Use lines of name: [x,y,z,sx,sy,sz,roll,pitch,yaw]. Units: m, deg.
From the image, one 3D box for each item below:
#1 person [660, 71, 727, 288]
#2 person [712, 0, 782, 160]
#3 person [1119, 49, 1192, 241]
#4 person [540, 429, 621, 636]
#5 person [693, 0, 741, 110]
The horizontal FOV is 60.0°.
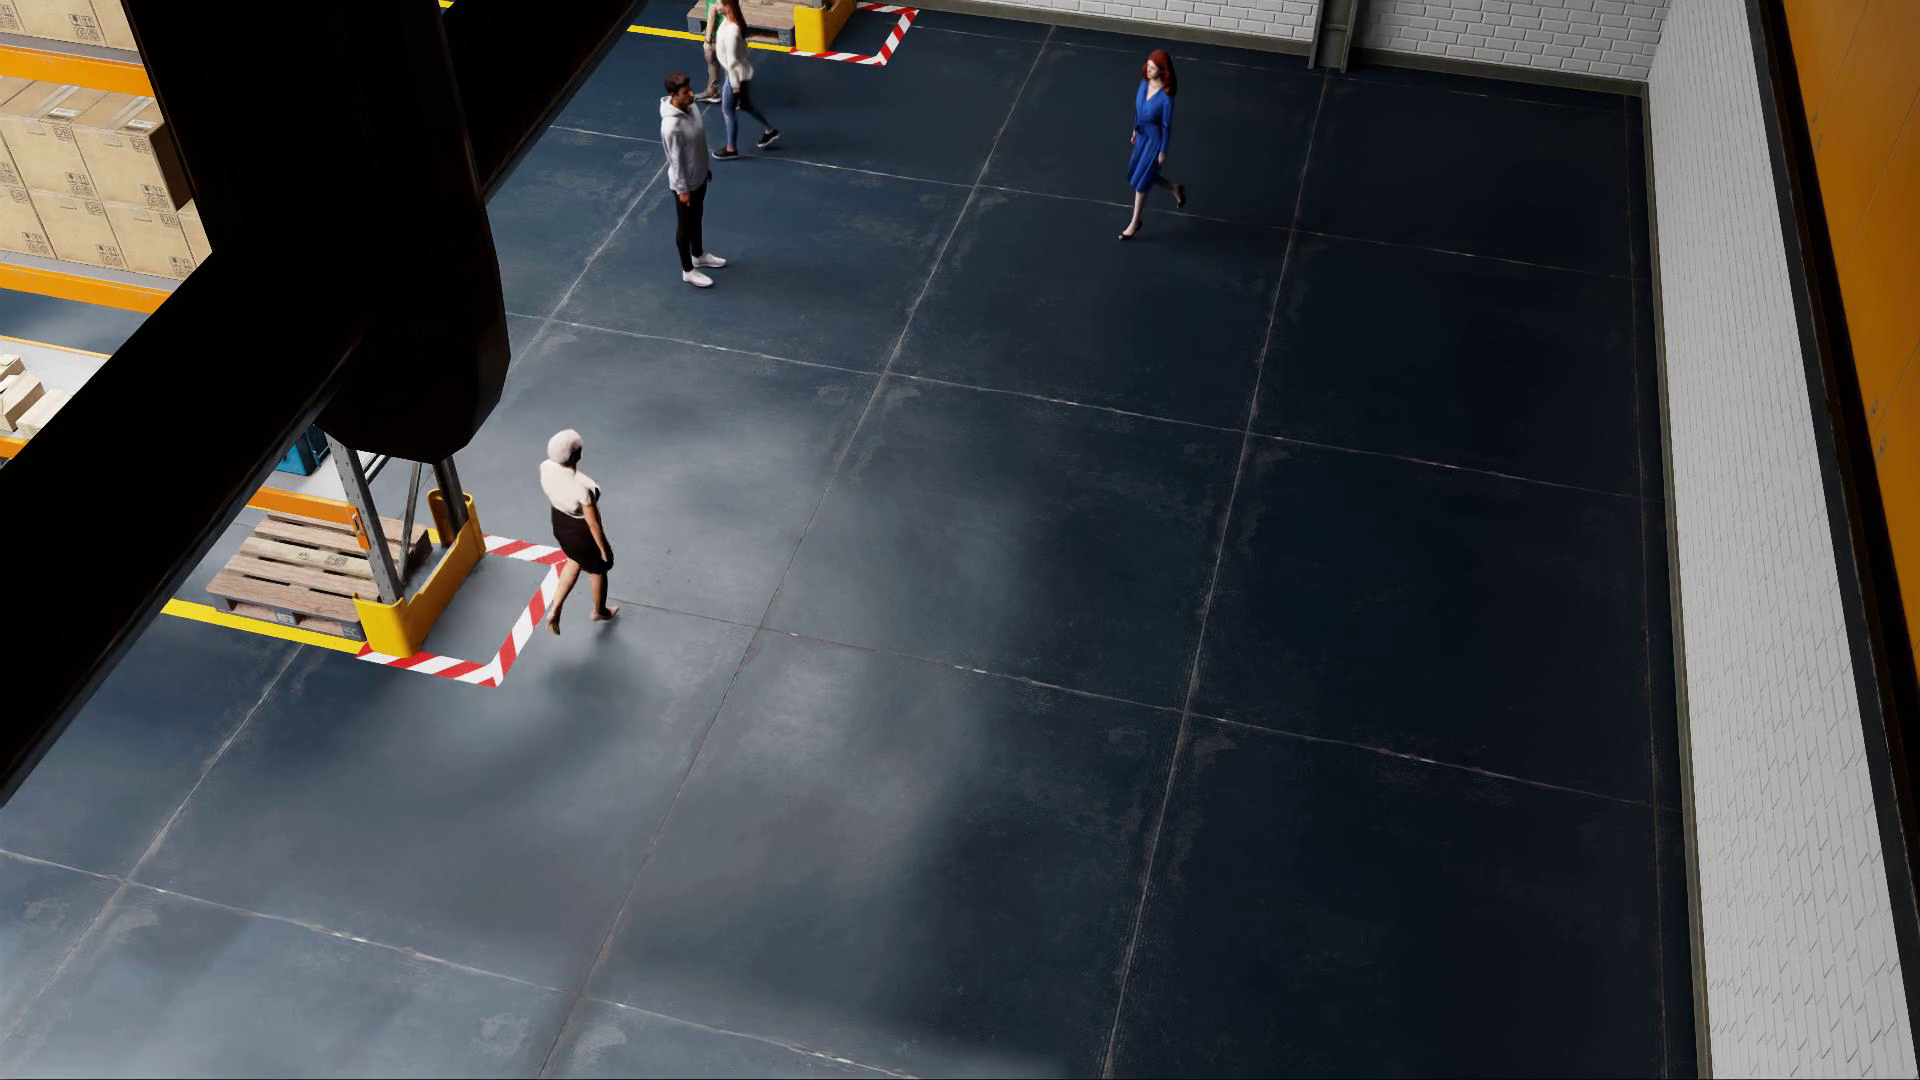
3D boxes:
person: [-2.317,-3.083,14.112,0.570,1.930,0.660,10,45,11]
person: [-2.042,-4.397,15.676,0.957,1.675,0.766,-2,44,-2]
person: [1.734,-3.477,14.613,1.065,1.810,0.970,-18,47,-18]
person: [-2.587,0.021,10.995,0.897,1.736,0.871,26,49,25]
person: [-2.253,-4.989,16.323,0.892,1.640,0.731,-1,44,-1]
